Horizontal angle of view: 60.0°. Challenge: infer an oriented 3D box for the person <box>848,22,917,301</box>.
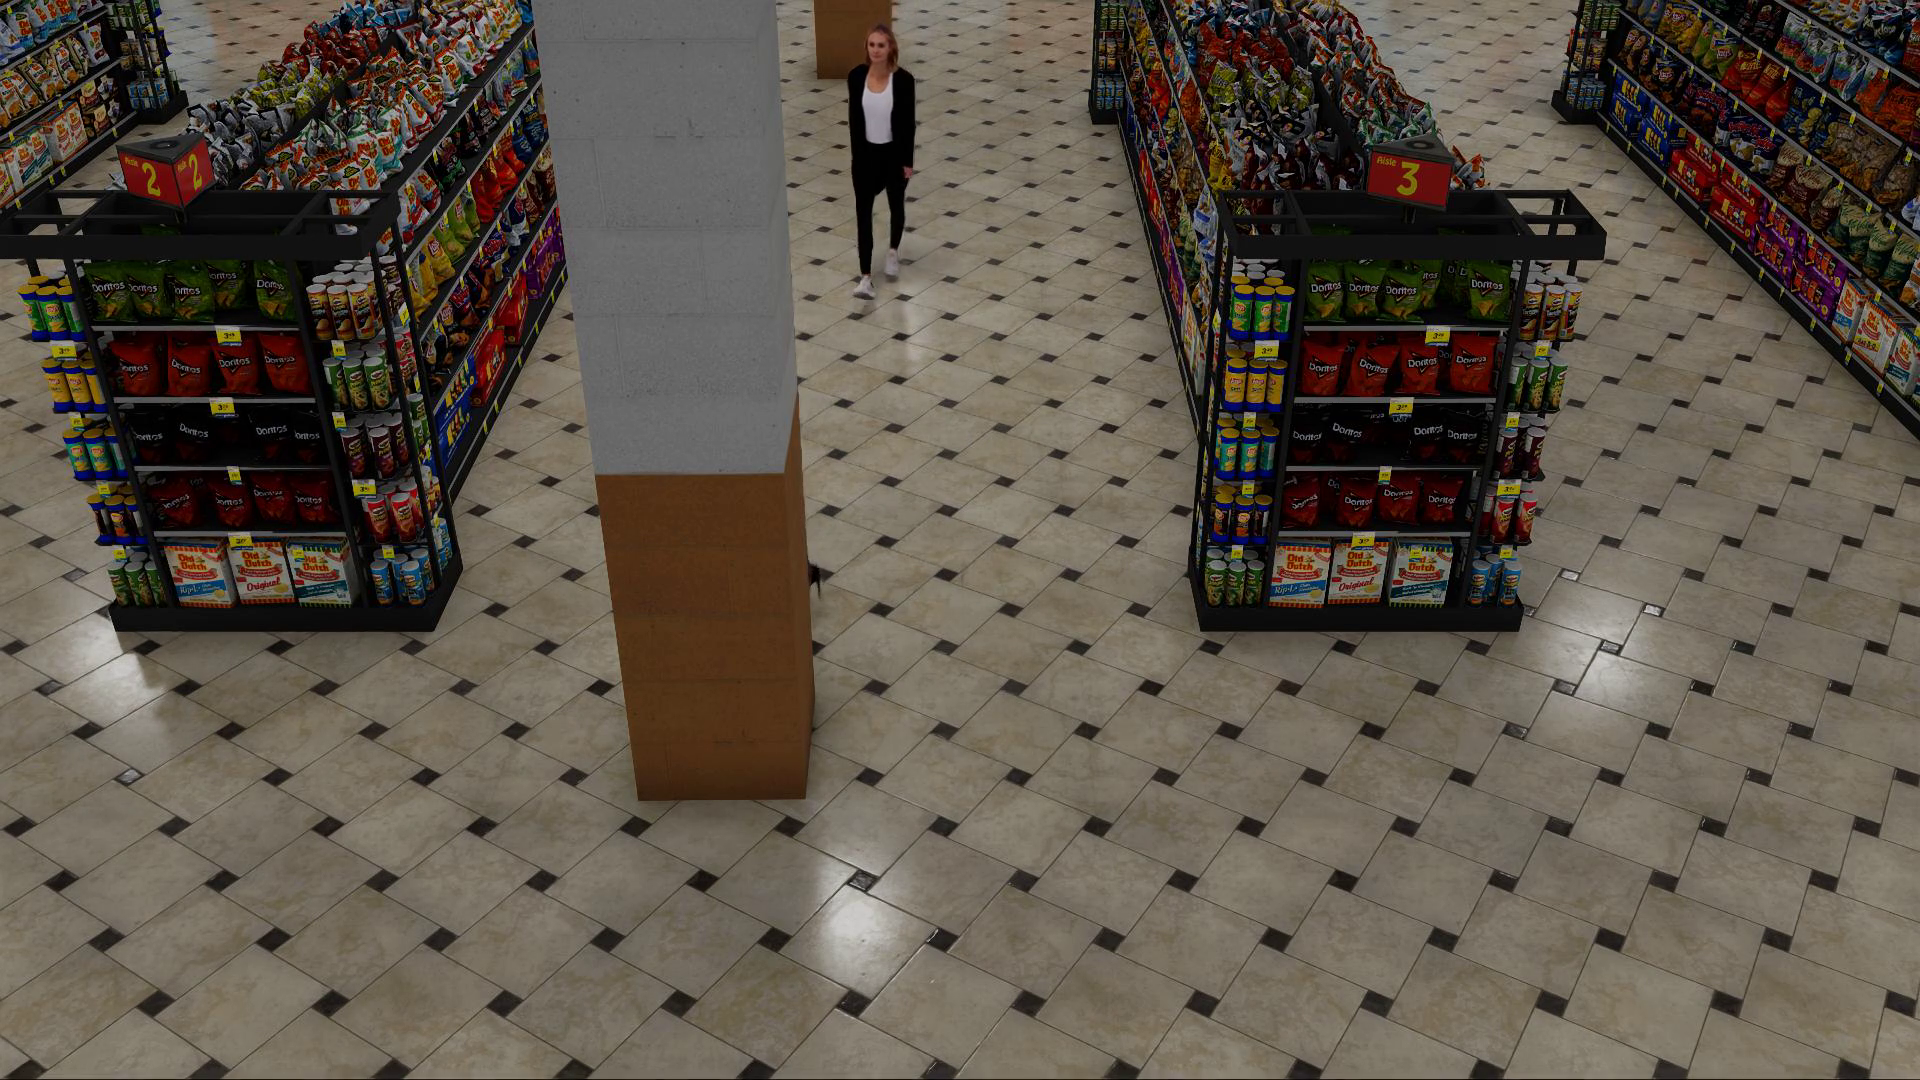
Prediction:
[{"bbox_3d":[-0.489,-2.525,11.018,0.738,1.757,1.175,5,32,8],"label":"person"}]
